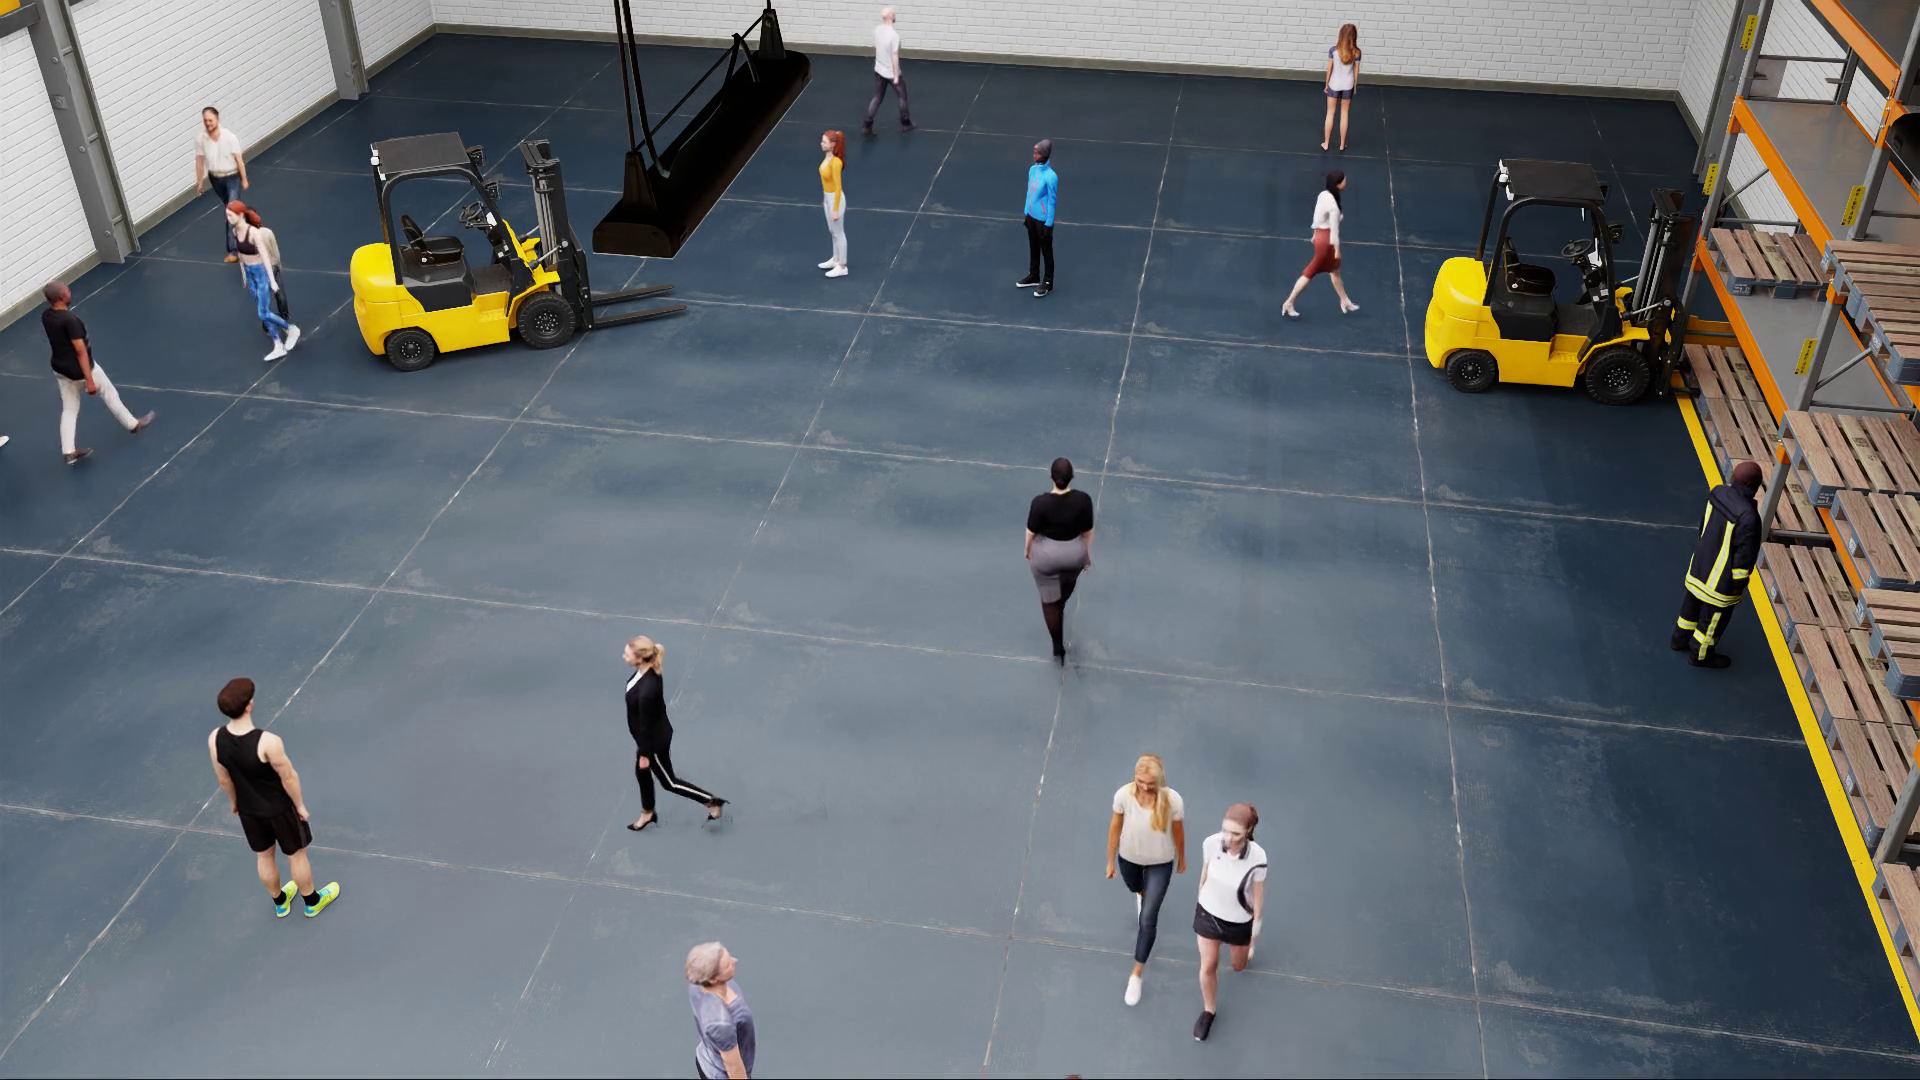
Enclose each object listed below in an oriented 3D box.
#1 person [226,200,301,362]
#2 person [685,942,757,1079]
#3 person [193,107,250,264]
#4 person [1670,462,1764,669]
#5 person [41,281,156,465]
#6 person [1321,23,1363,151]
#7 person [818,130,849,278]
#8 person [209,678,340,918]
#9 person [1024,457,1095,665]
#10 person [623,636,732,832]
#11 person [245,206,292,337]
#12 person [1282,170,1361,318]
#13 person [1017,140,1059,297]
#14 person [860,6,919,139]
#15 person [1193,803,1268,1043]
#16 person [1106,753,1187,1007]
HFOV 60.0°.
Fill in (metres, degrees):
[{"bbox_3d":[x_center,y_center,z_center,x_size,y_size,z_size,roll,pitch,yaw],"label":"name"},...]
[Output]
[{"bbox_3d":[-7.302,-2.749,17.511,0.738,1.775,0.808,18,38,25],"label":"person"},{"bbox_3d":[-1.261,2.854,8.977,0.813,1.890,0.715,-14,36,-20],"label":"person"},{"bbox_3d":[-8.697,-4.290,19.802,0.740,1.805,1.233,3,34,5],"label":"person"},{"bbox_3d":[5.993,0.170,13.076,0.899,1.823,0.752,-6,34,-9],"label":"person"},{"bbox_3d":[-8.418,-1.538,15.715,0.926,1.746,1.298,16,37,22],"label":"person"},{"bbox_3d":[5.209,-6.190,22.726,0.591,1.733,0.542,4,34,6],"label":"person"},{"bbox_3d":[-1.451,-3.914,19.286,0.733,1.750,0.634,-10,35,-15],"label":"person"},{"bbox_3d":[-4.474,1.691,10.725,0.675,1.891,0.578,4,34,6],"label":"person"},{"bbox_3d":[0.801,0.209,13.113,0.898,1.717,1.154,-5,34,-7],"label":"person"},{"bbox_3d":[-2.000,1.379,11.384,0.874,1.683,1.000,-5,34,-7],"label":"person"},{"bbox_3d":[-7.502,-2.883,18.002,0.729,1.455,0.796,-21,39,-28],"label":"person"},{"bbox_3d":[3.915,-3.192,18.254,0.840,1.691,1.107,-1,34,-1],"label":"person"},{"bbox_3d":[0.928,-3.669,18.878,0.745,1.794,0.695,-23,40,-31],"label":"person"},{"bbox_3d":[-1.079,-6.445,23.048,1.299,1.801,1.136,-29,43,-36],"label":"person"},{"bbox_3d":[1.646,2.228,10.062,0.728,1.731,1.017,15,36,21],"label":"person"},{"bbox_3d":[1.173,1.953,10.443,0.730,1.768,1.225,8,34,12],"label":"person"}]
